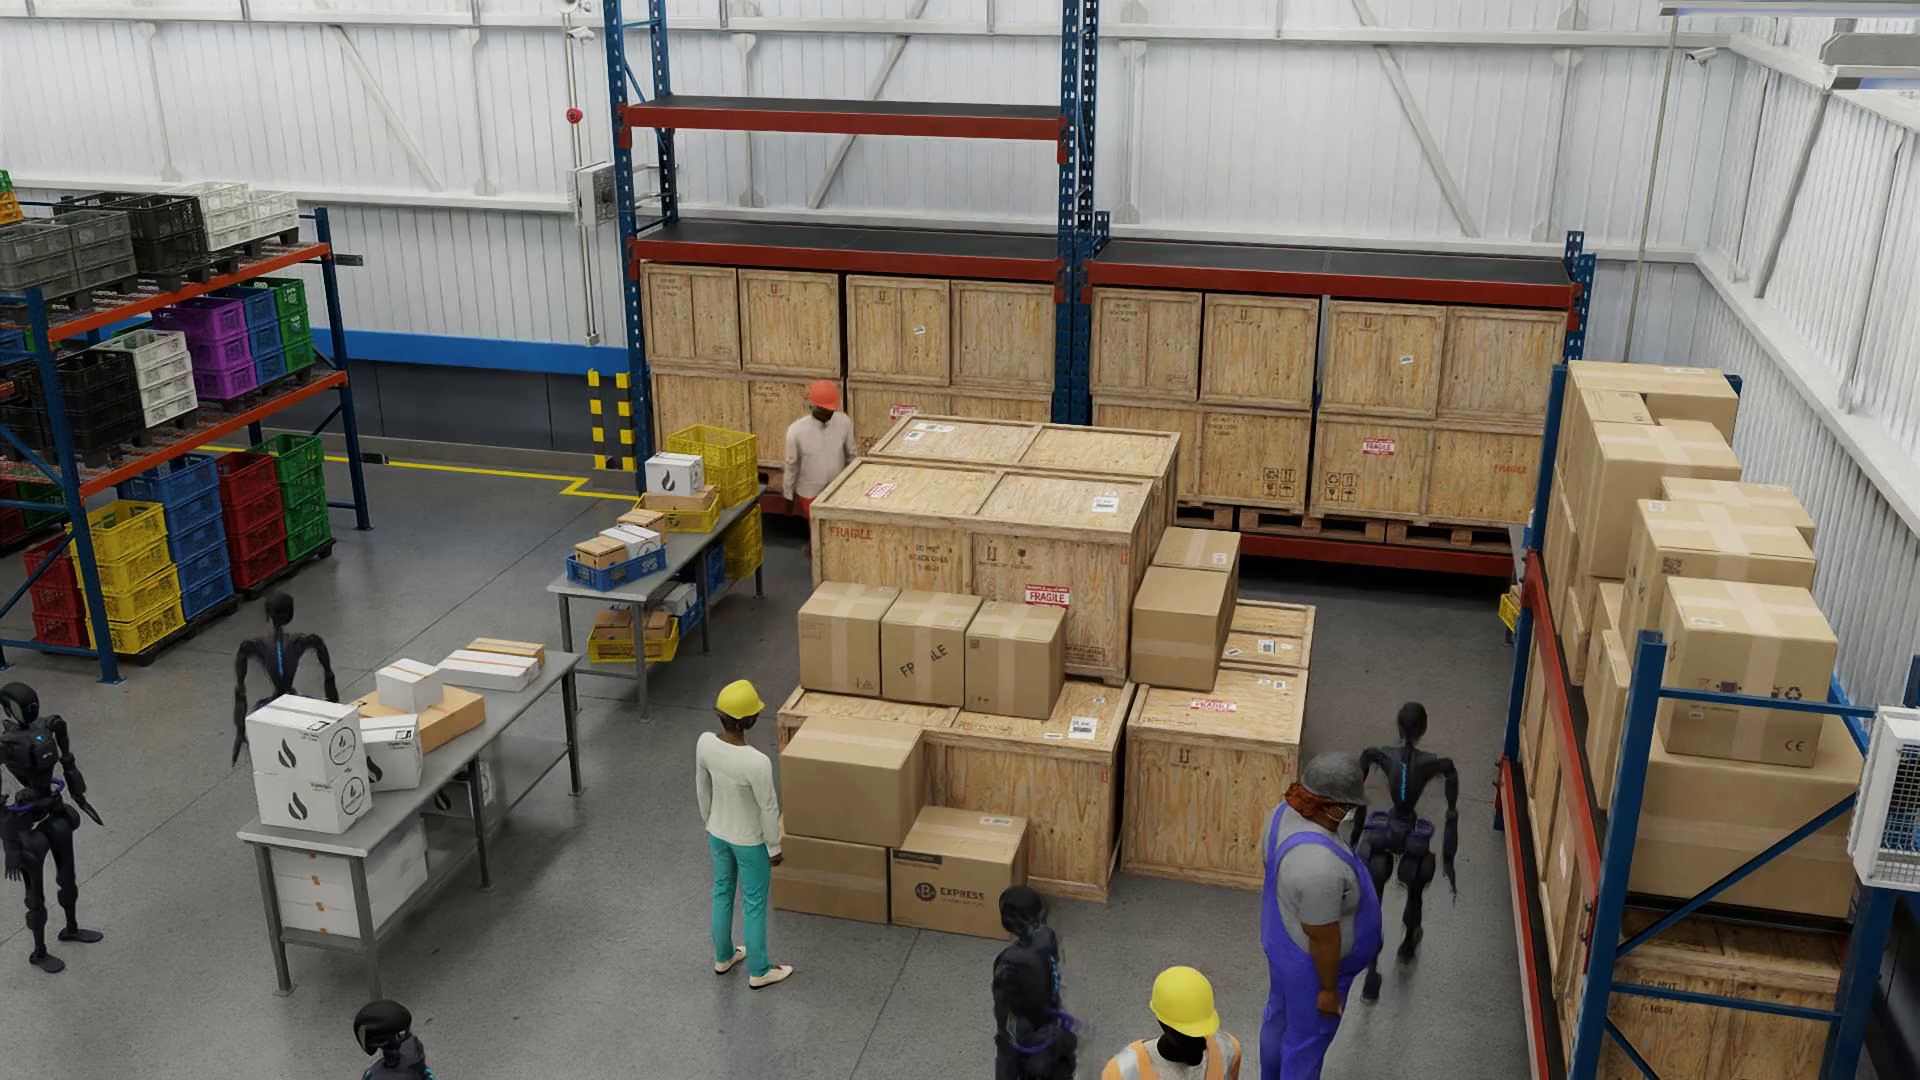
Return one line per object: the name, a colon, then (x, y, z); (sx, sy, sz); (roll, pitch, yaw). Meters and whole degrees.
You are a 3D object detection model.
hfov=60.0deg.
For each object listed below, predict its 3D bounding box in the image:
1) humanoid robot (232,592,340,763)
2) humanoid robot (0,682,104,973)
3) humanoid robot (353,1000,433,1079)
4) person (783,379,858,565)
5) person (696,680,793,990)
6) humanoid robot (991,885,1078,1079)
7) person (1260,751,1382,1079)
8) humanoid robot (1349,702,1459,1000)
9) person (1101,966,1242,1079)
humanoid robot: (-4.133, 1.130, 10.188); (0.654, 1.607, 0.800); (-5, 22, -13)
humanoid robot: (-4.989, 1.528, 9.055); (0.326, 1.657, 0.593); (6, 22, 16)
humanoid robot: (-2.143, 2.508, 6.492); (0.321, 1.657, 0.610); (-1, 21, -2)
person: (-1.184, -0.449, 13.865); (0.661, 1.957, 0.847); (-12, 24, -29)
person: (-1.155, 1.559, 8.868); (0.534, 1.767, 0.313); (15, 25, 33)
humanoid robot: (0.372, 2.263, 7.216); (0.727, 1.618, 0.590); (16, 26, 35)
person: (1.657, 1.875, 7.661); (0.536, 2.000, 0.673); (-2, 21, -6)
humanoid robot: (2.377, 1.615, 8.890); (0.586, 1.632, 0.718); (7, 22, 18)
person: (0.799, 2.449, 6.314); (0.586, 1.930, 0.361); (-10, 23, -24)
